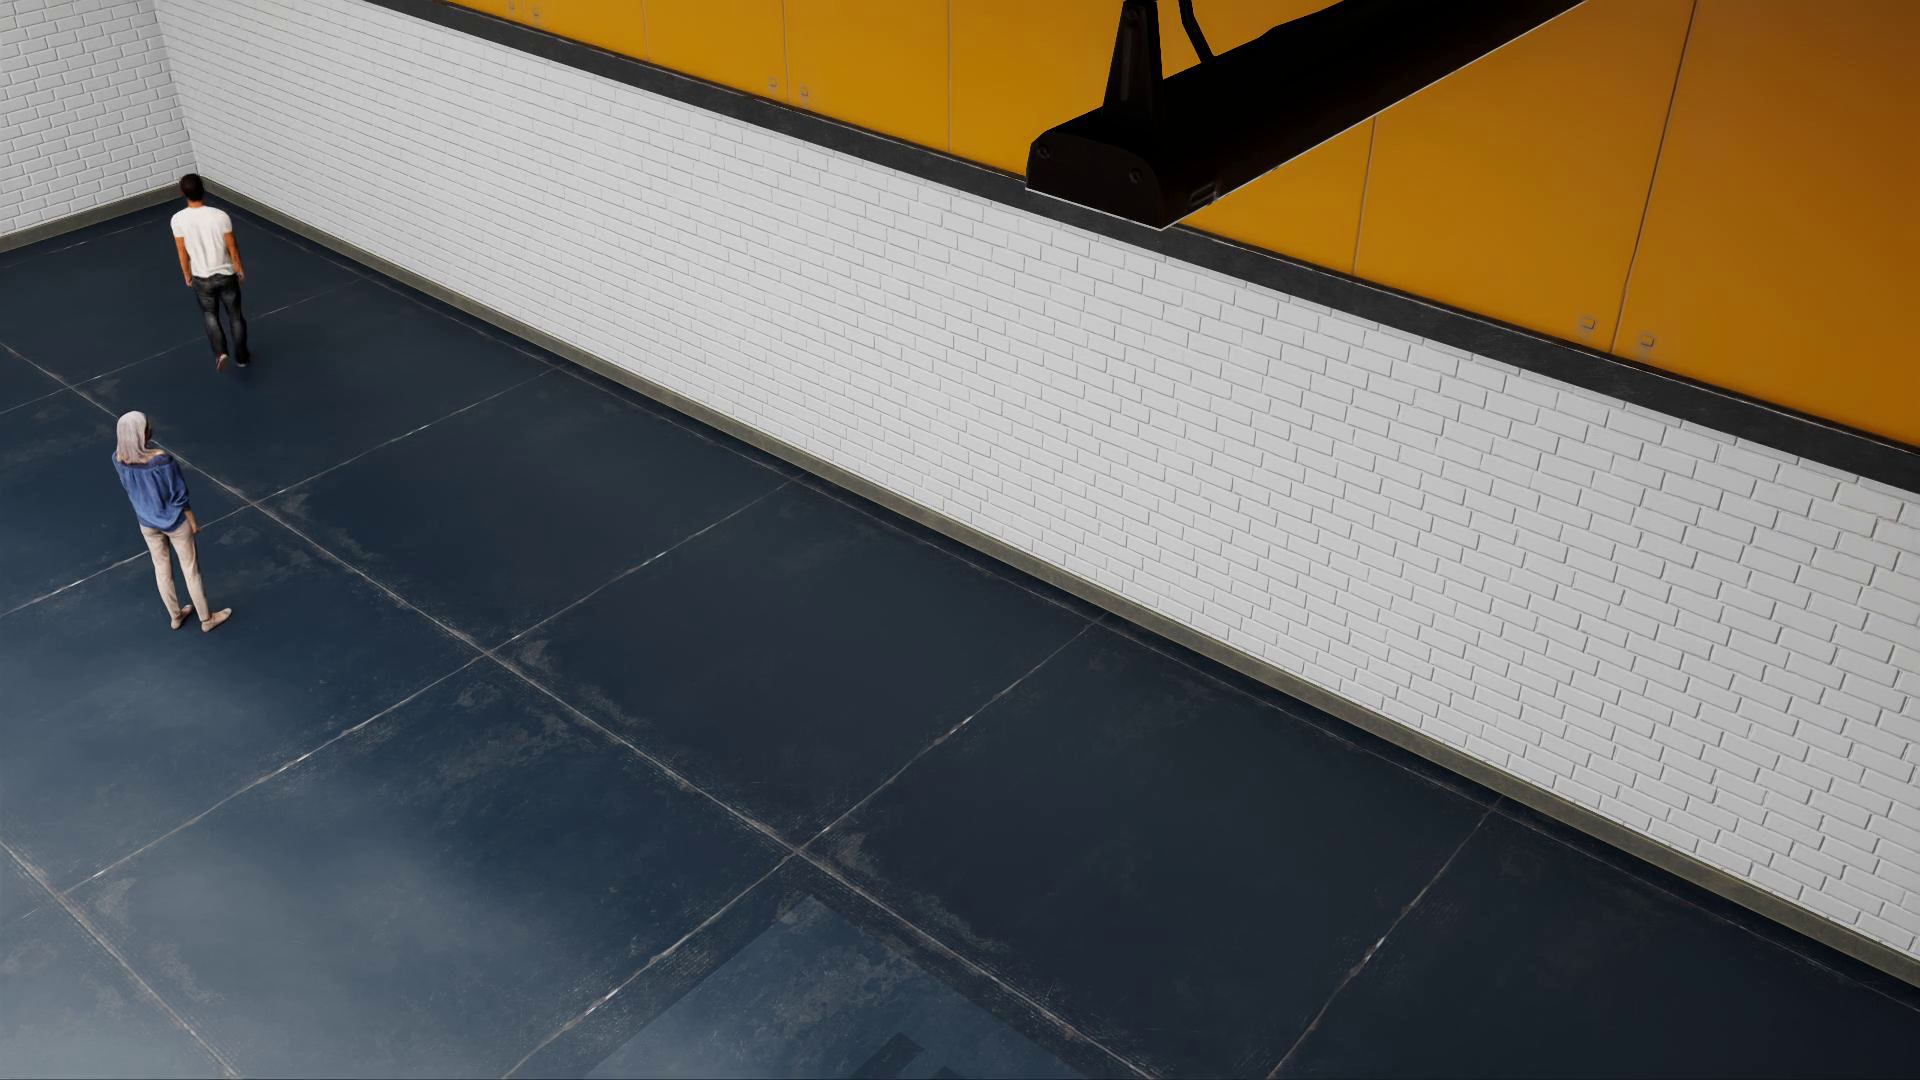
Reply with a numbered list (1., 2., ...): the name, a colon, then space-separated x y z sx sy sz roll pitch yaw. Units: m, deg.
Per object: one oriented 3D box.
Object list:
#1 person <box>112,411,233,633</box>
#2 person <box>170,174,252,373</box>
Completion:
1. person: -5.410 -0.120 11.312 0.706 1.697 0.725 5 34 8
2. person: -6.487 -2.275 14.469 0.907 1.792 0.916 -12 36 -18
